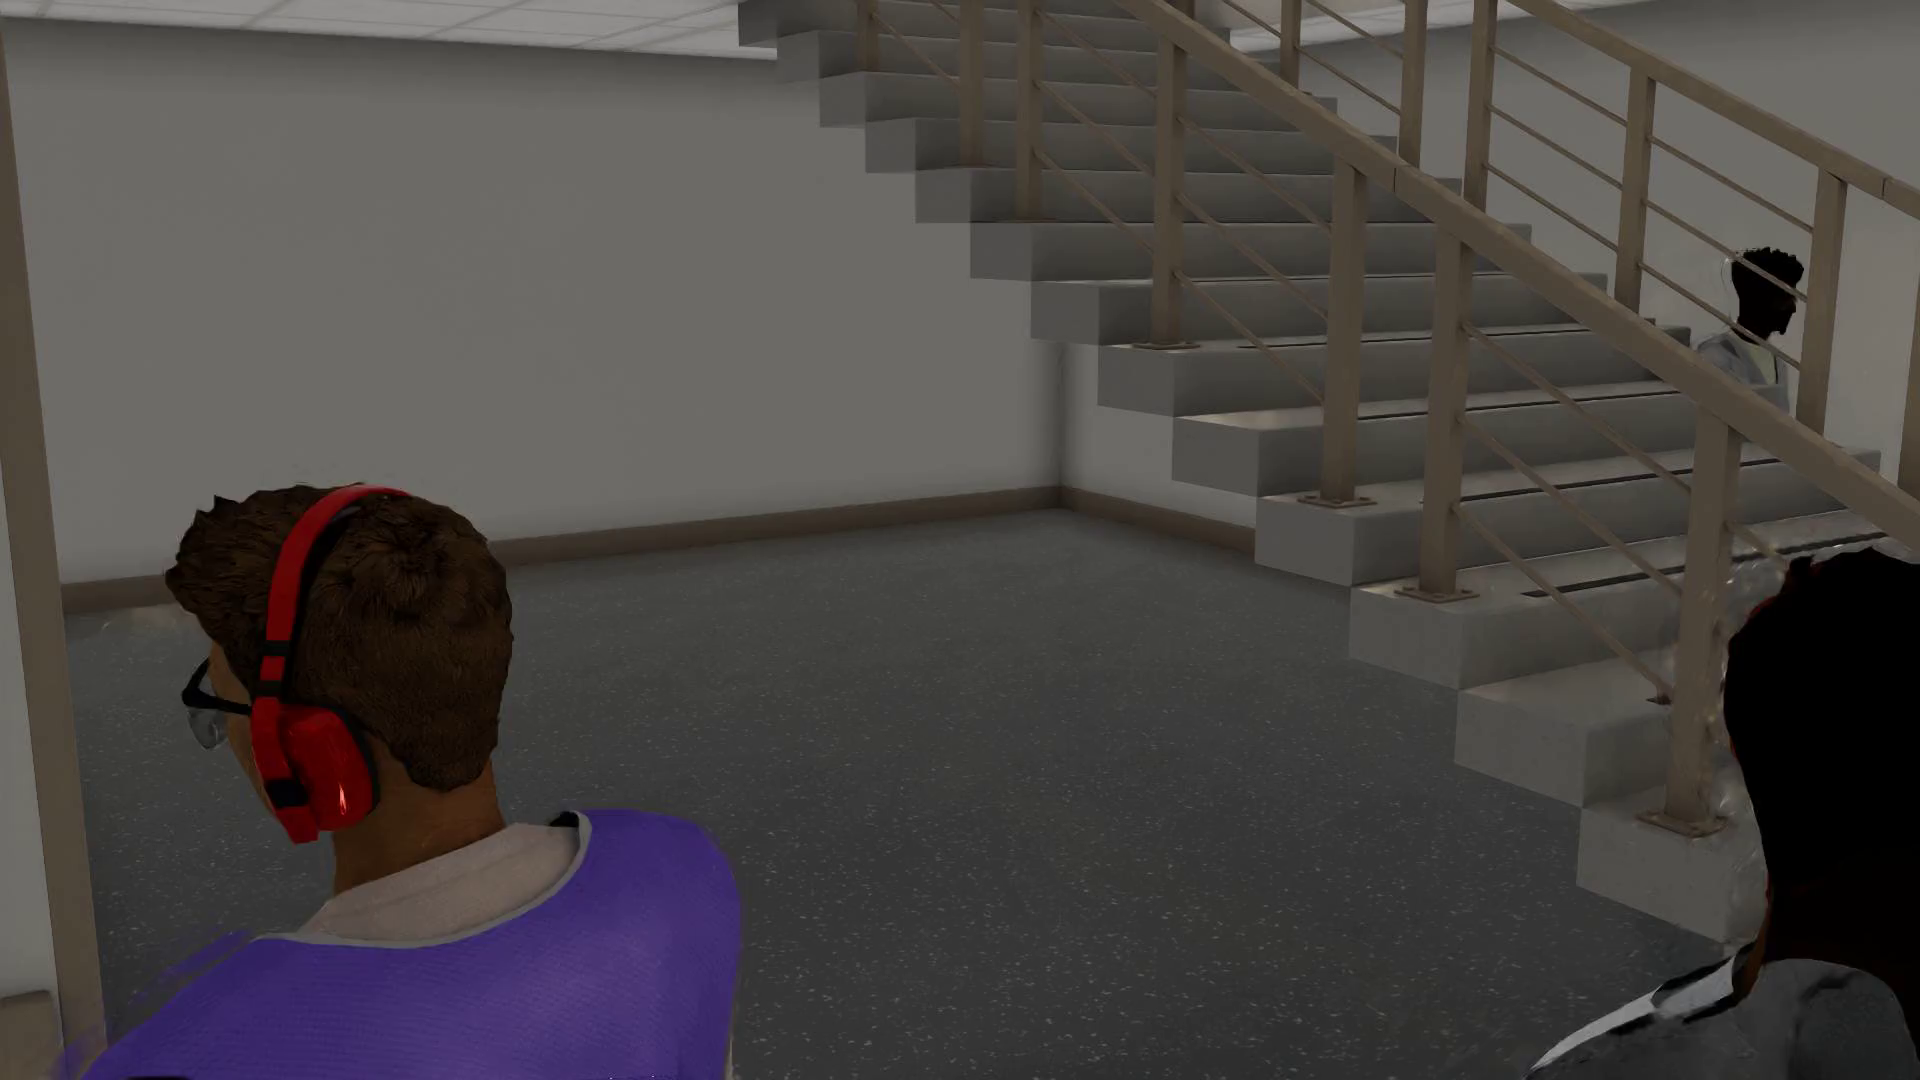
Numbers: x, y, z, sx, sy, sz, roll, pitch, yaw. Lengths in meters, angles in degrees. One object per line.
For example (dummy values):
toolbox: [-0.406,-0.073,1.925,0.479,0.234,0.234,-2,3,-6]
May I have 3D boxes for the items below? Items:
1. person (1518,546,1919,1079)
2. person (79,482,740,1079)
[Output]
person: [0.539,0.914,1.087,0.577,1.829,0.999,-6,13,-30]
person: [-0.376,0.871,1.319,0.391,1.836,0.600,8,13,35]
